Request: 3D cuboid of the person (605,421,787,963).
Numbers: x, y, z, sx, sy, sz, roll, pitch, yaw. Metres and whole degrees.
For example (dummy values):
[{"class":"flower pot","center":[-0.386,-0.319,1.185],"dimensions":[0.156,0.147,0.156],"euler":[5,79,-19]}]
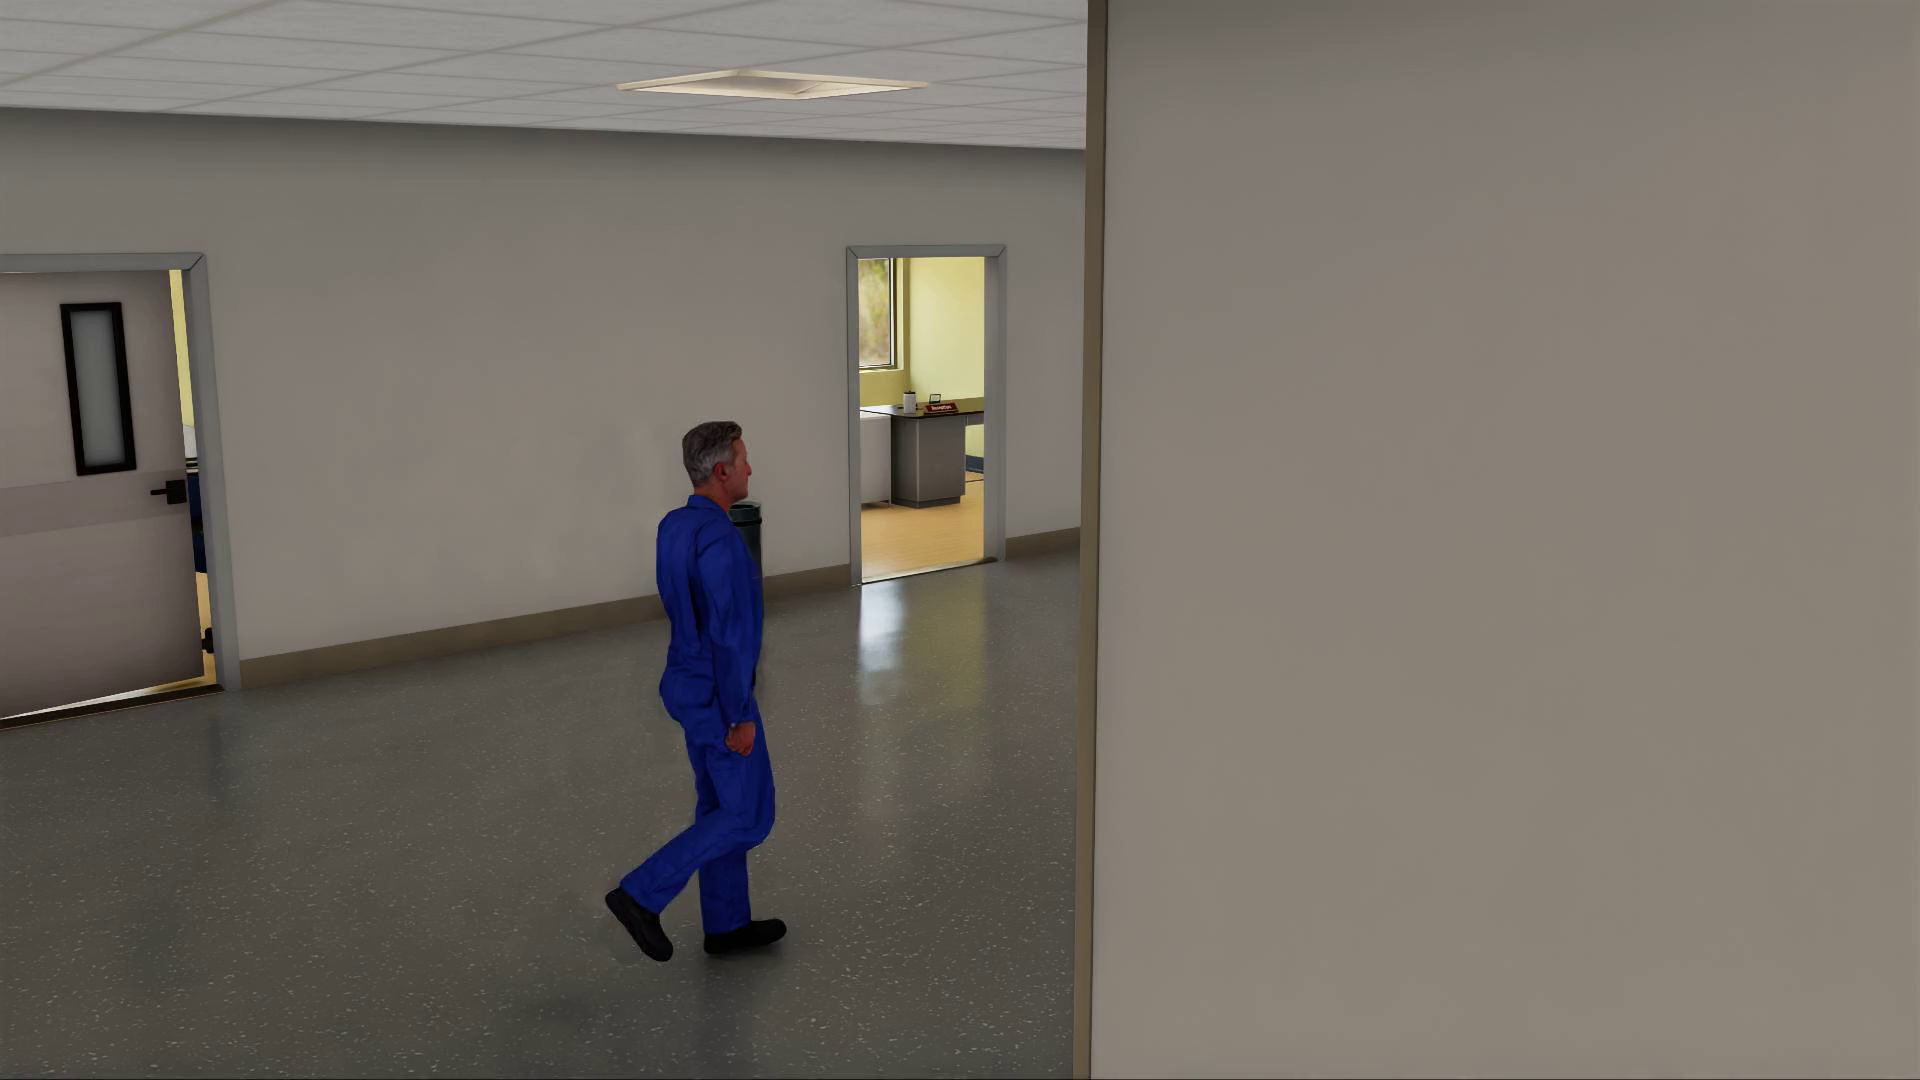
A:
[{"class":"person","center":[-0.883,0.536,5.424],"dimensions":[0.985,1.813,0.888],"euler":[-5,12,-23]}]
